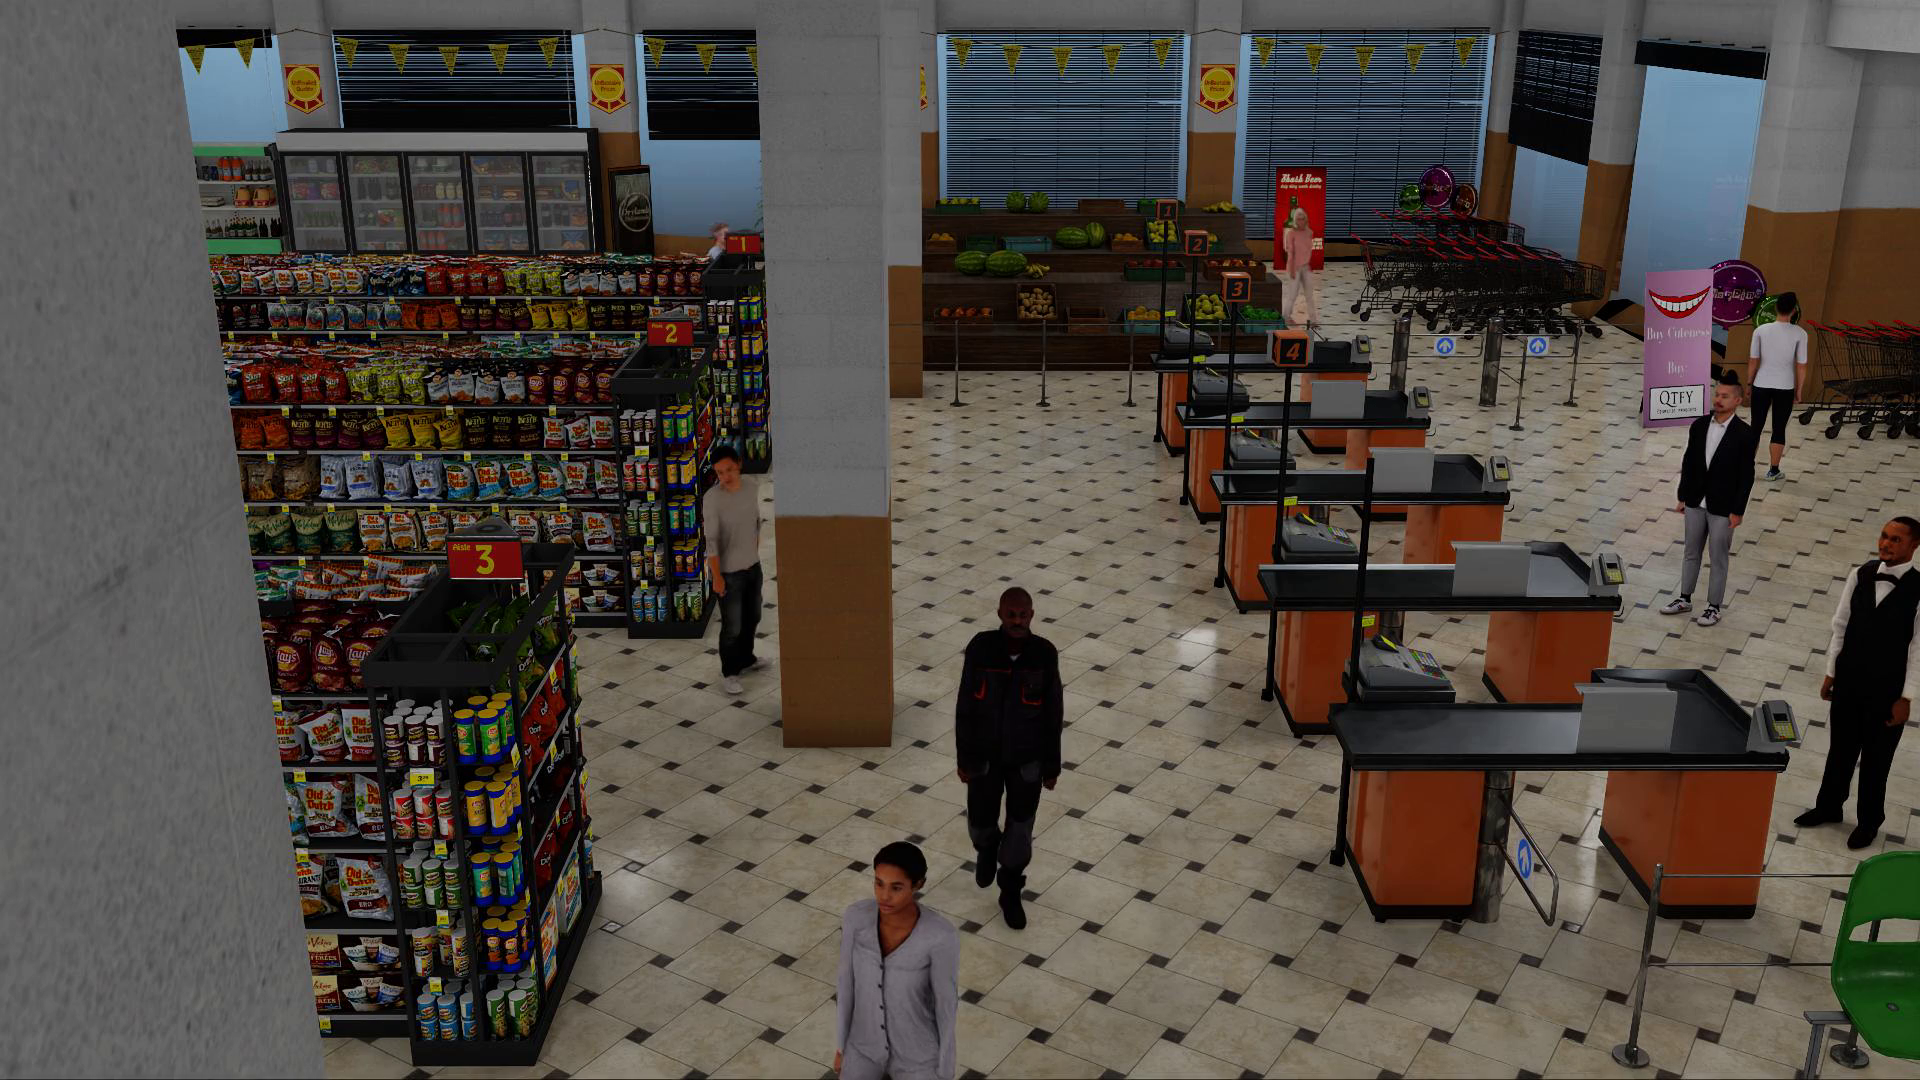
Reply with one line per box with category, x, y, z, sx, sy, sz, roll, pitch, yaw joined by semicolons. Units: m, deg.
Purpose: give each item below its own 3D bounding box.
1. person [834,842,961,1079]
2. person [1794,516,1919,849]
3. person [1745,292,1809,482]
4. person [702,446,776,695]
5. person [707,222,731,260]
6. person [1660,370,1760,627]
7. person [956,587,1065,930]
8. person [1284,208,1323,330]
person;-0.214;1.891;6.332;0.769;1.728;0.830;7;20;19
person;5.133;0.777;9.335;0.787;1.919;0.779;-12;22;-31
person;7.921;-1.496;16.182;0.702;1.852;0.813;12;22;31
person;-1.540;0.180;11.342;0.891;1.770;0.897;8;20;23
person;-2.981;-2.972;20.523;1.107;1.875;0.886;7;20;20
person;5.698;-0.325;12.558;0.802;1.949;0.794;-12;22;-32
person;0.239;1.064;8.650;0.747;1.814;0.758;0;19;0
person;4.680;-3.792;23.272;1.065;1.673;1.004;-10;21;-28
